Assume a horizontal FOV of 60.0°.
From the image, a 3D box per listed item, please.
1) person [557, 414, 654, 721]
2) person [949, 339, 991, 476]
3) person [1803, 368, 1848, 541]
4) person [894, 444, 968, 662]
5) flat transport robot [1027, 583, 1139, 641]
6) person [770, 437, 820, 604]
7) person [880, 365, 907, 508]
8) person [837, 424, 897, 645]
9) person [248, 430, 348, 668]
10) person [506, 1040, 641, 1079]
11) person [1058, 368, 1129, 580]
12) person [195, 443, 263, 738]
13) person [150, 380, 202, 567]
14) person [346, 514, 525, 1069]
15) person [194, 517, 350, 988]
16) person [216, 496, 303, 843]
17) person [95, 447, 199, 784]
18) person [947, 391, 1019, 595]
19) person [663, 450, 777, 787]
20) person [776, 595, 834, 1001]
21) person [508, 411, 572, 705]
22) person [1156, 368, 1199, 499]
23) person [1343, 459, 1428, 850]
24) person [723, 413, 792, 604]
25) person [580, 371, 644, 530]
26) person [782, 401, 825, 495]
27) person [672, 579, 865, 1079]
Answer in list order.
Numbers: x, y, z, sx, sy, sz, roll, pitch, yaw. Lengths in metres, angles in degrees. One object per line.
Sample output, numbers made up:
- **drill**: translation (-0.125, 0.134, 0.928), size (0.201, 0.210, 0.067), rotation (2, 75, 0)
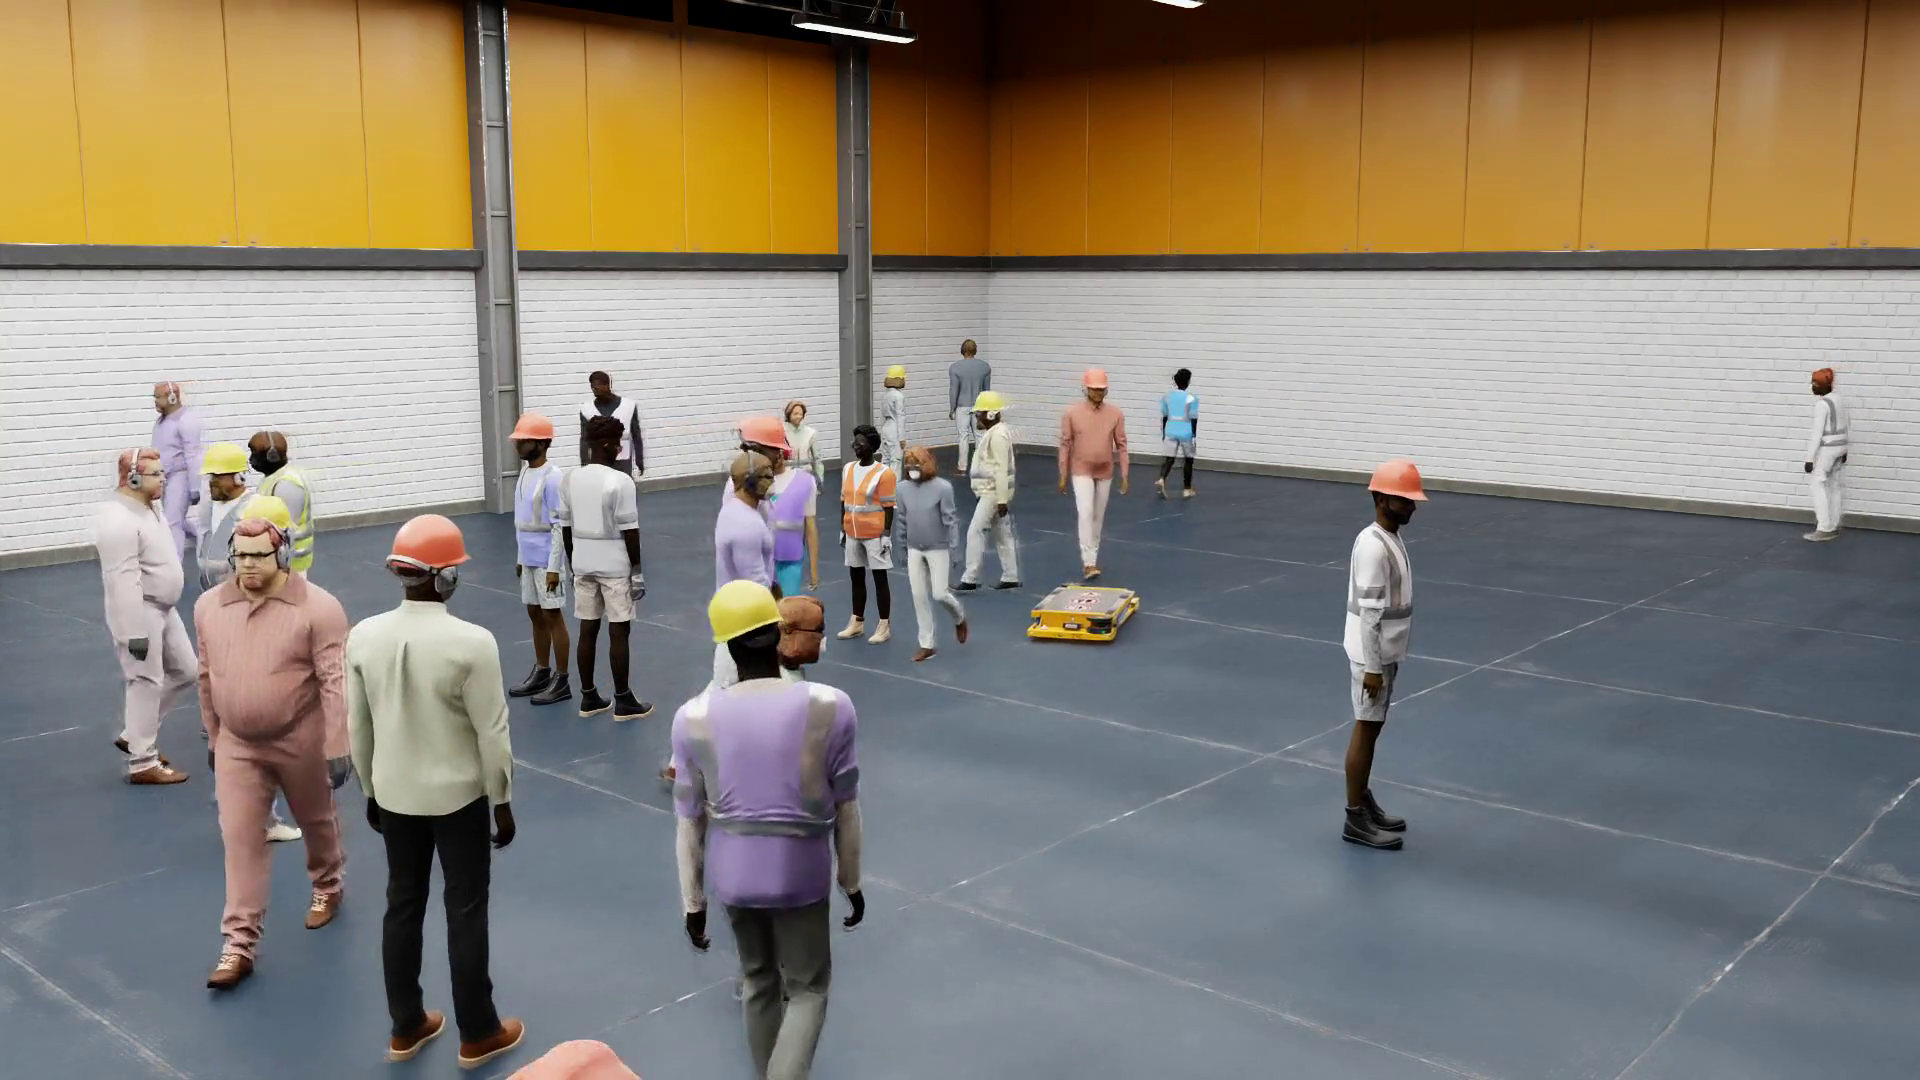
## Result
- **person**: translation (-2.259, 0.176, 10.609), size (0.603, 1.958, 0.380), rotation (5, 10, 27)
- **person**: translation (0.130, -1.863, 23.474), size (0.629, 1.940, 0.372), rotation (-4, 10, -23)
- **person**: translation (9.330, -0.918, 17.848), size (0.719, 1.856, 0.350), rotation (-7, 12, -39)
- **person**: translation (-0.204, 0.076, 12.308), size (0.538, 1.607, 0.550), rotation (5, 10, 29)
- **flat transport robot**: translation (1.013, 0.569, 13.426), size (0.652, 0.197, 1.431), rotation (2, 9, 15)
- **person**: translation (-1.222, 0.162, 11.106), size (0.577, 1.832, 0.450), rotation (-1, 9, -4)
- **person**: translation (-0.792, -1.265, 20.330), size (0.314, 1.744, 0.487), rotation (-5, 11, -30)
- **person**: translation (-0.722, -0.048, 12.831), size (0.535, 1.700, 0.318), rotation (7, 11, 36)
- **person**: translation (-4.487, 0.159, 11.178), size (0.789, 1.815, 0.626), rotation (-7, 11, -37)
- **person**: translation (-0.458, 1.552, 2.063), size (0.566, 1.926, 0.400), rotation (3, 9, 16)
- **person**: translation (1.286, -0.600, 15.457), size (0.647, 1.960, 0.905), rotation (-2, 9, -13)
- **person**: translation (-4.404, 0.321, 10.107), size (0.591, 1.830, 0.403), rotation (4, 10, 25)
- **person**: translation (-7.175, -0.541, 15.367), size (0.650, 1.885, 0.775), rotation (8, 12, 41)
- **person**: translation (-1.871, 0.898, 5.964), size (0.621, 1.992, 0.393), rotation (2, 9, 15)
- **person**: translation (-2.843, 0.821, 6.904), size (0.667, 1.853, 1.017), rotation (0, 9, -2)
- **person**: translation (-3.438, 0.650, 8.253), size (0.399, 1.751, 0.547), rotation (-5, 10, -26)
- **person**: translation (-4.494, 0.429, 9.230), size (0.432, 1.891, 0.662), rotation (-2, 9, -10)
- **person**: translation (0.176, -0.413, 14.774), size (0.779, 1.801, 0.624), rotation (0, 9, 1)
- **person**: translation (-1.189, 0.448, 9.165), size (1.002, 1.897, 0.635), rotation (-1, 9, -7)
- **person**: translation (-0.664, 1.005, 6.470), size (0.422, 1.613, 0.542), rotation (-1, 9, -6)
- **person**: translation (-2.796, 0.117, 11.031), size (0.350, 1.942, 0.545), rotation (-8, 12, -41)
- **person**: translation (2.743, -1.330, 20.958), size (0.534, 1.669, 0.739), rotation (6, 11, 33)
- **person**: translation (2.115, 0.555, 8.305), size (0.376, 1.934, 0.547), rotation (4, 10, 22)
- **person**: translation (-1.220, 0.246, 9.967), size (0.474, 2.019, 0.631), rotation (0, 9, -2)
- **person**: translation (-3.554, -0.795, 16.974), size (0.601, 1.869, 0.551), rotation (0, 9, 3)
- **person**: translation (-1.557, -0.535, 16.122), size (0.546, 1.610, 0.698), rotation (-5, 10, -28)
- **person**: translation (-0.606, 1.075, 5.203), size (0.594, 1.884, 0.732), rotation (1, 9, 5)
